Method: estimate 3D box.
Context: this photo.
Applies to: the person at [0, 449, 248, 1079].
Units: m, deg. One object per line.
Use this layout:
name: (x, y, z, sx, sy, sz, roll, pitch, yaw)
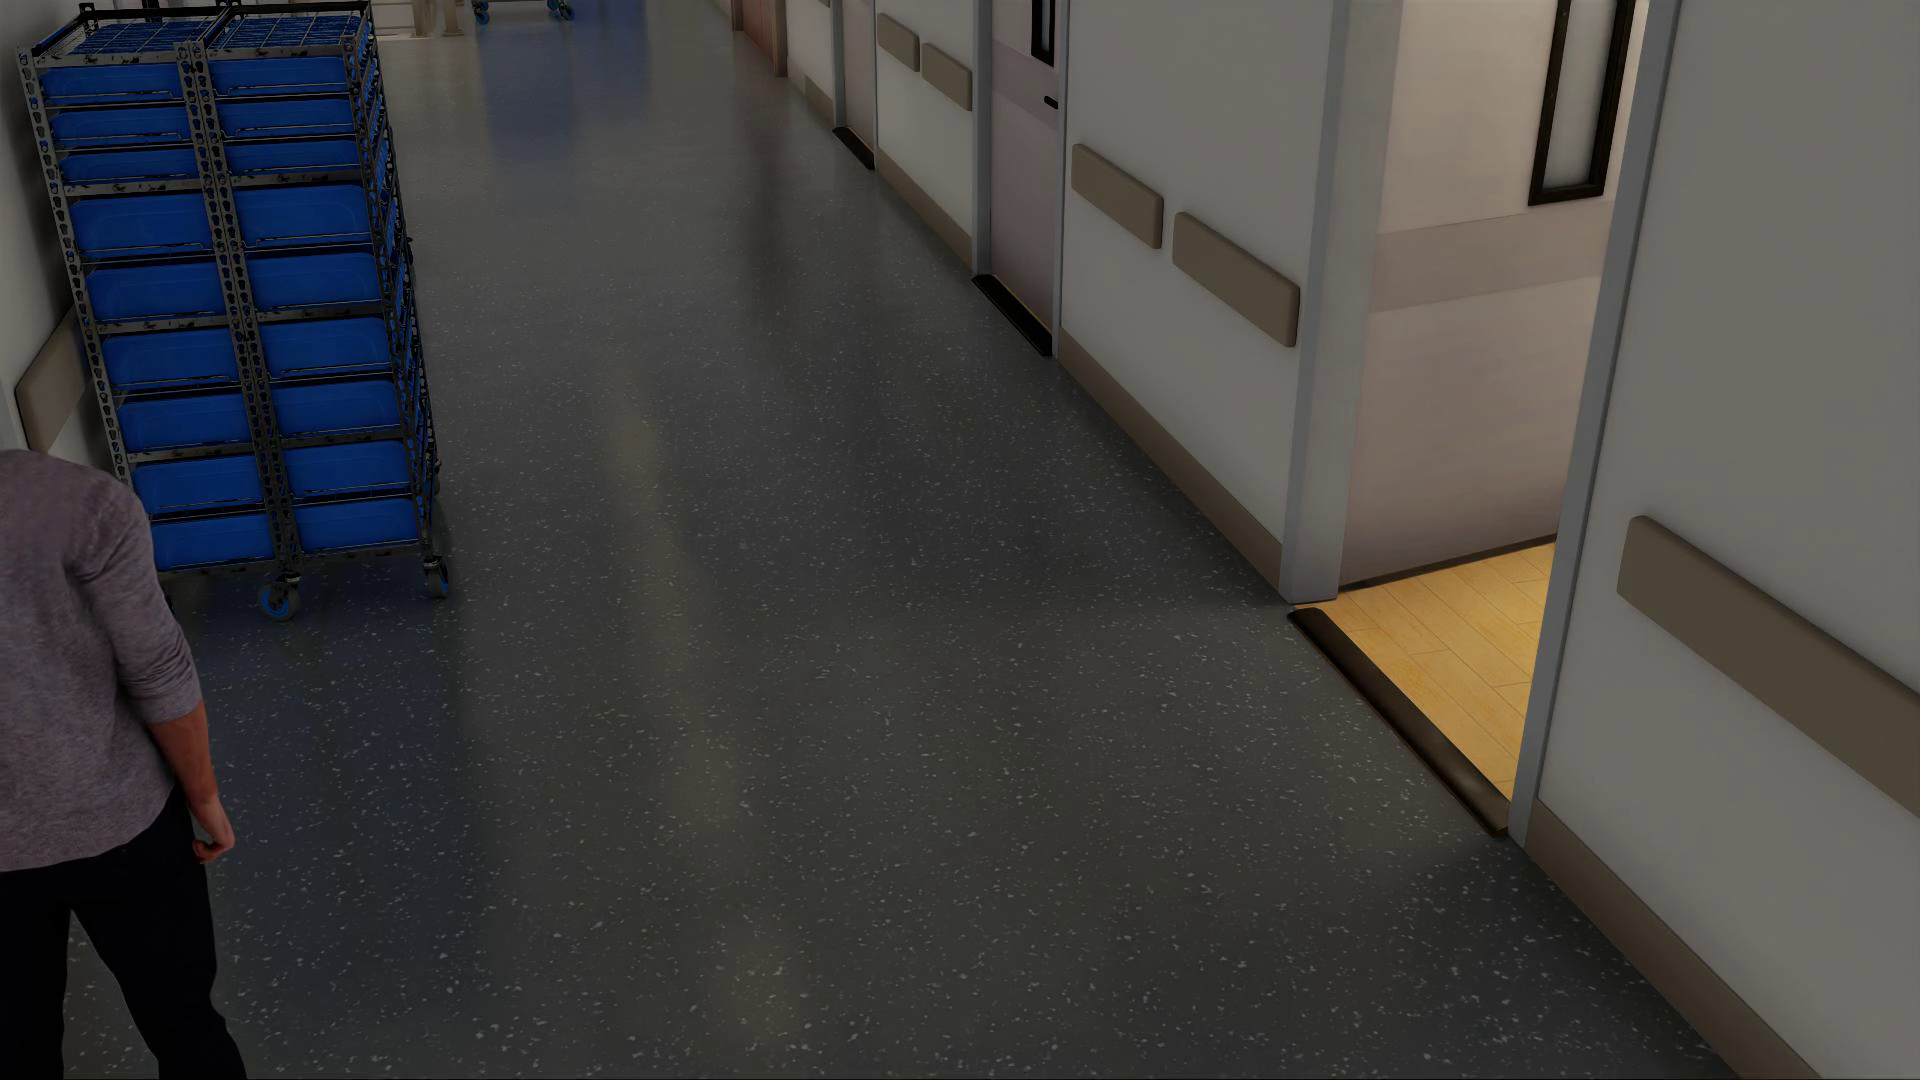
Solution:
person: (-1.435, 0.450, 2.617, 0.649, 1.841, 0.518, -7, 27, -13)
